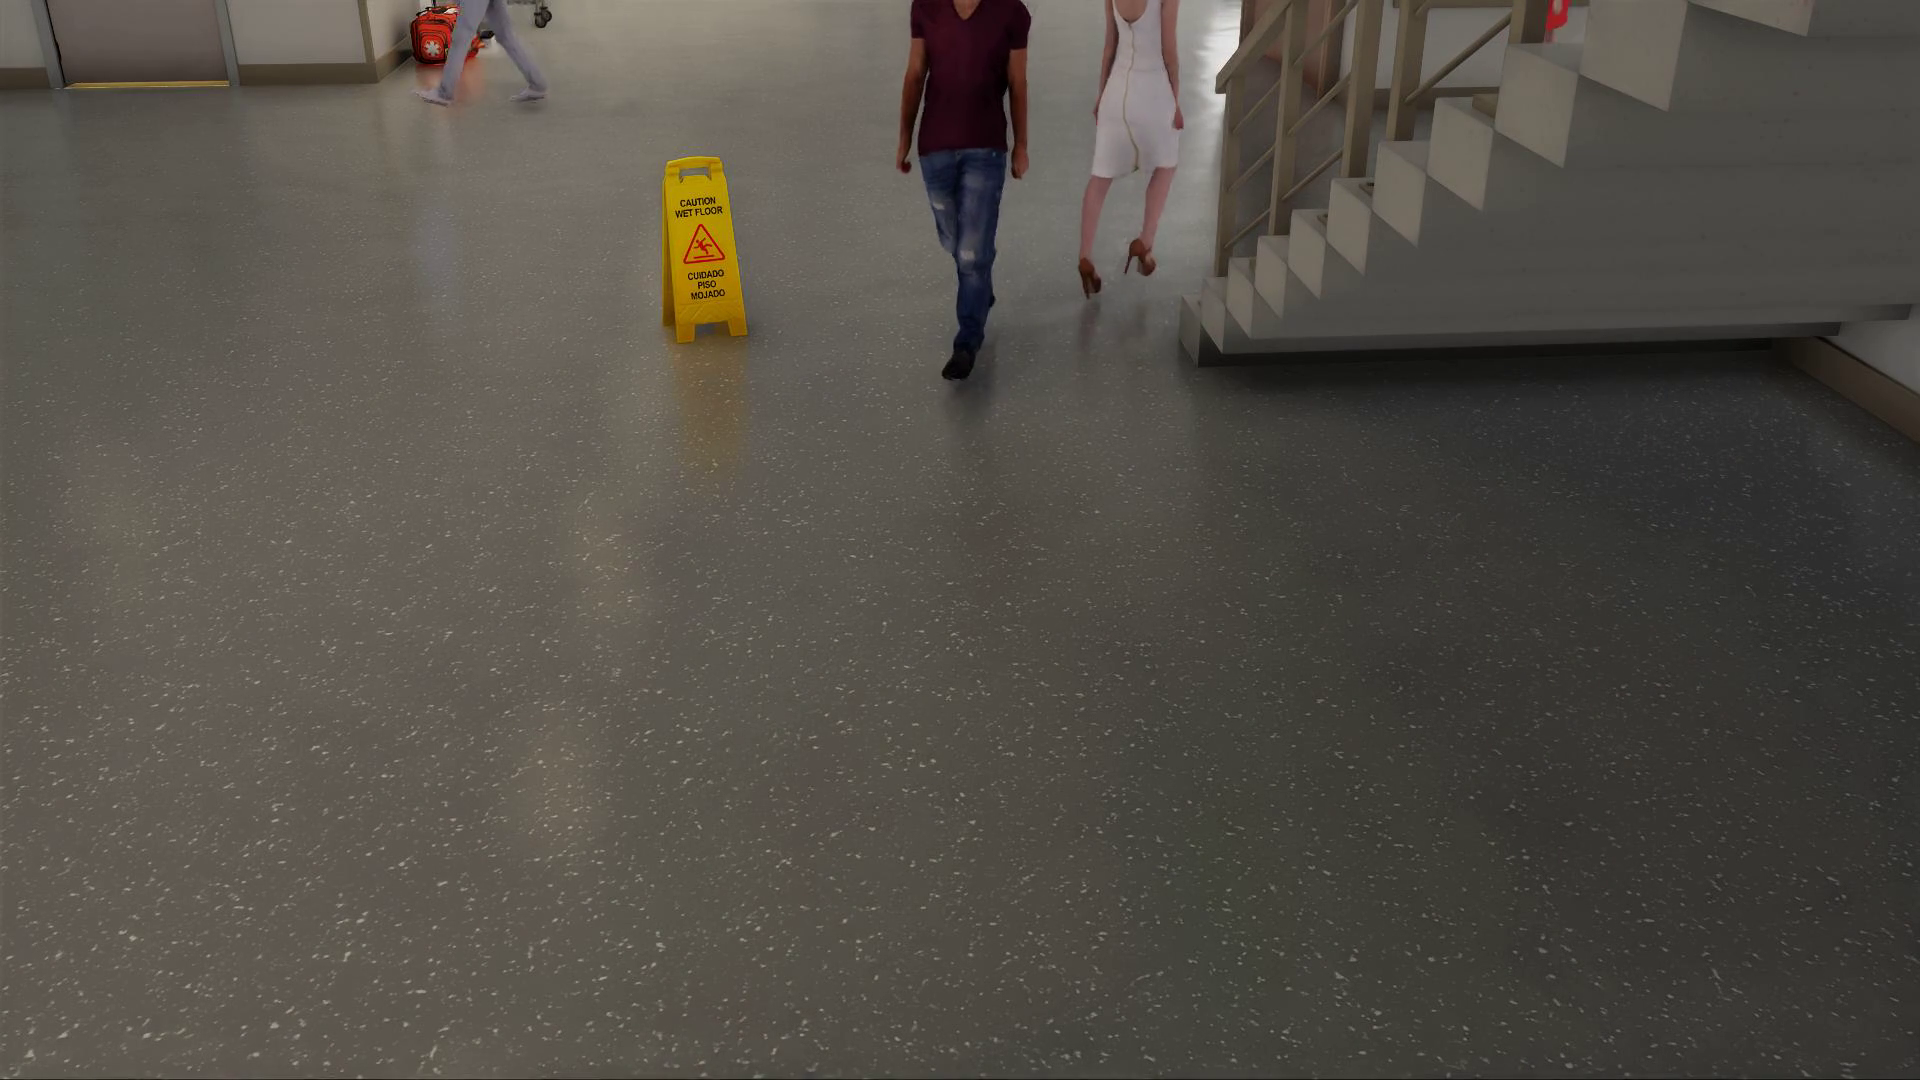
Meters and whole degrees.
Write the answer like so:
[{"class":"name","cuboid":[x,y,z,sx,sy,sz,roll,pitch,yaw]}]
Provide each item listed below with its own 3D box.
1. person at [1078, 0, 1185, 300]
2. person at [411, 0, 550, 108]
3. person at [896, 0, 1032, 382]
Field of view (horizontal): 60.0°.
[{"class":"person","cuboid":[0.777,-1.964,7.635,0.828,1.770,0.882,19,31,34]},{"class":"person","cuboid":[-3.272,-3.947,11.677,0.808,1.832,1.142,-5,26,-10]},{"class":"person","cuboid":[0.041,-1.644,6.922,1.011,1.813,1.250,10,27,19]}]
